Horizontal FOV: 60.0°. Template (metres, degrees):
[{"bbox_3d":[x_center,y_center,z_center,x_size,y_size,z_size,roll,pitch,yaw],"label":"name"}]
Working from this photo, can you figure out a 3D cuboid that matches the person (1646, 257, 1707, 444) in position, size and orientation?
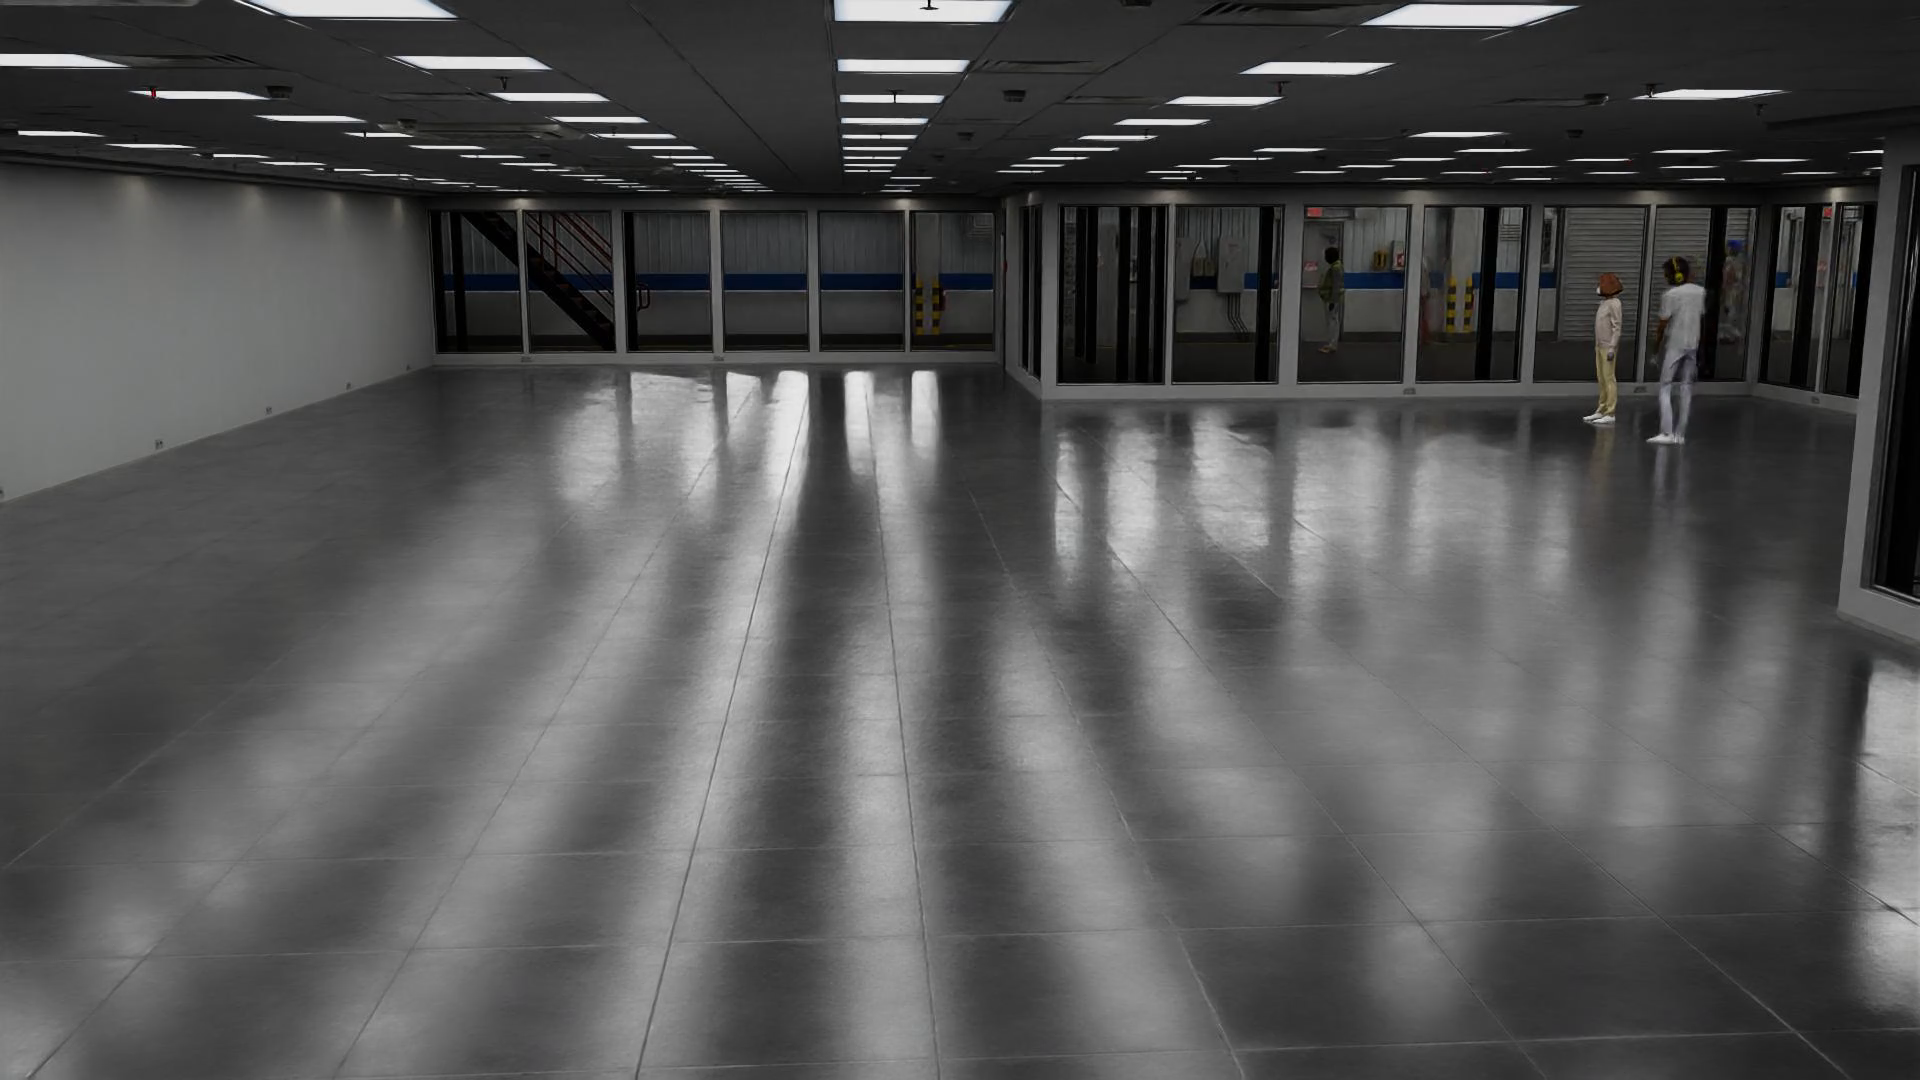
[{"bbox_3d":[7.064,-1.834,16.292,0.591,1.839,0.397,-2,11,-10],"label":"person"}]

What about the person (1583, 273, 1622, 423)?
[{"bbox_3d":[7.067,-2.093,18.208,0.266,1.631,0.507,0,11,3],"label":"person"}]
